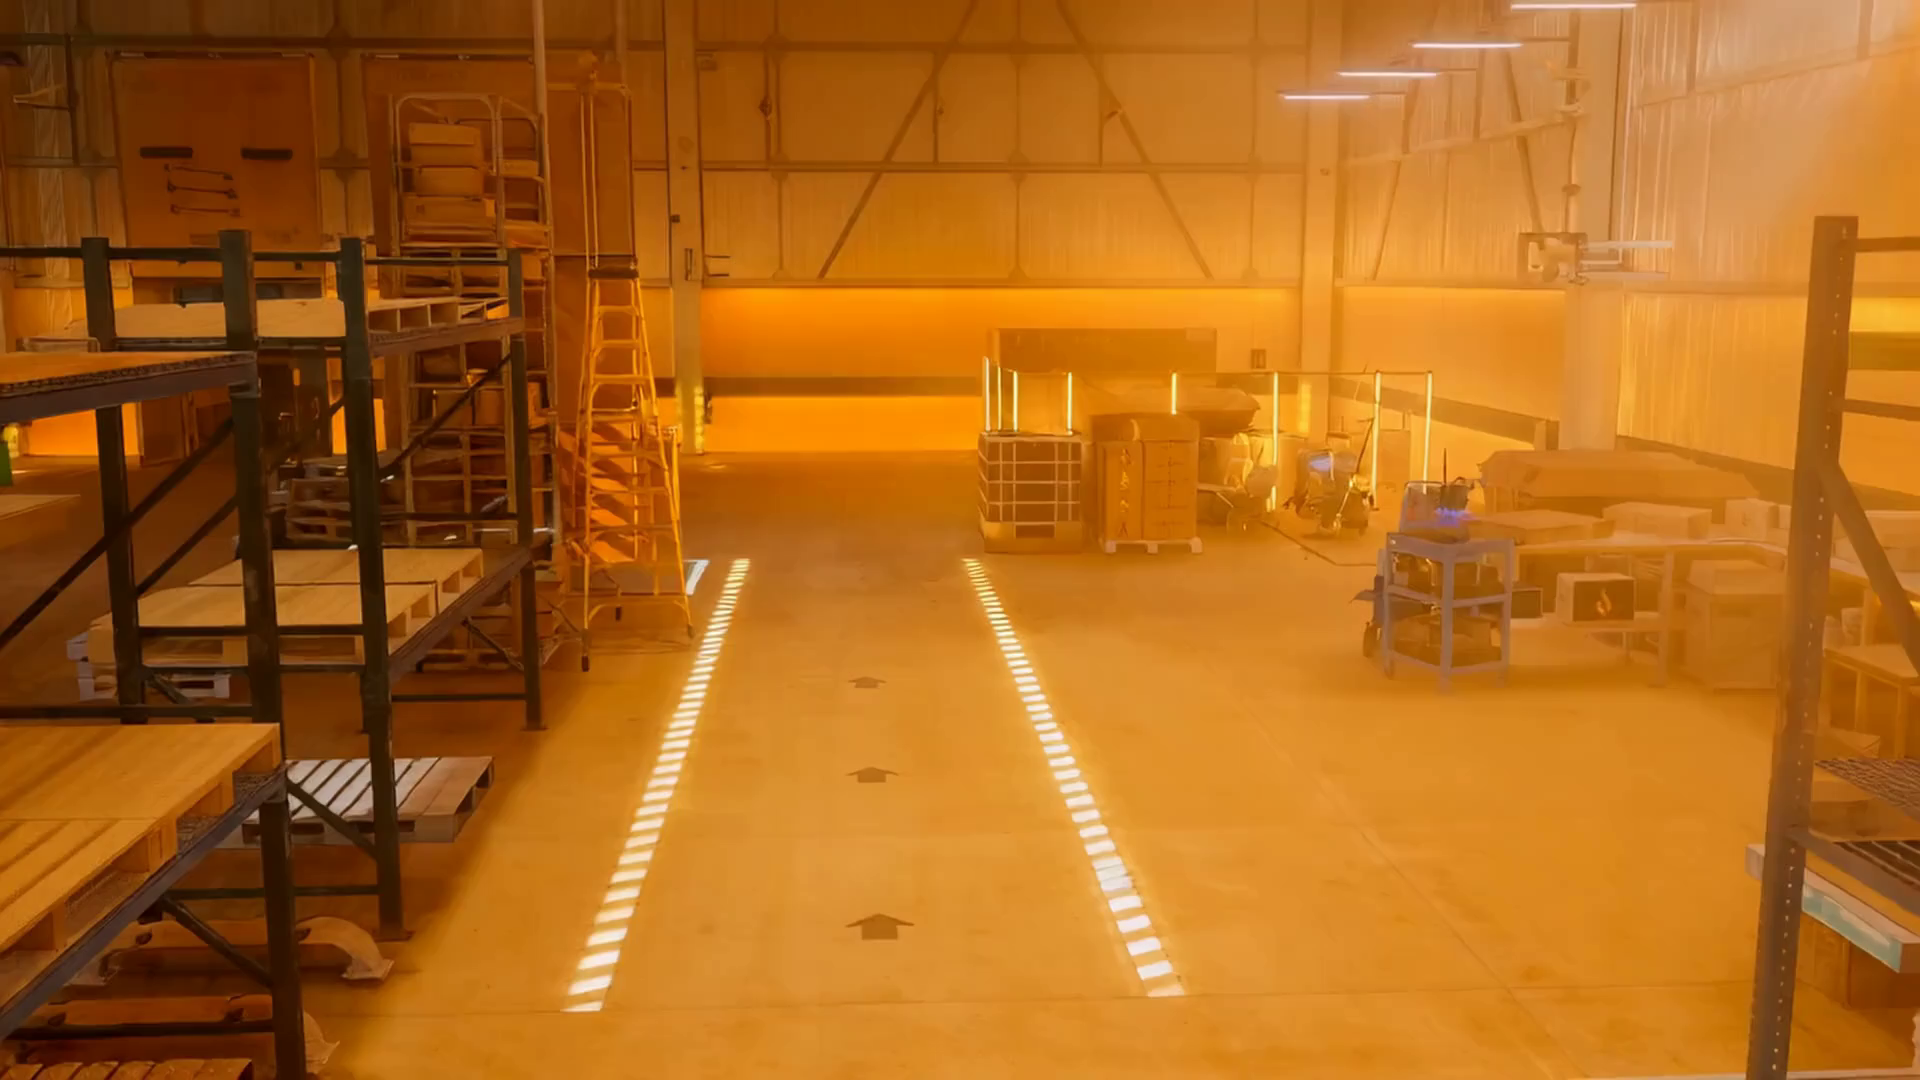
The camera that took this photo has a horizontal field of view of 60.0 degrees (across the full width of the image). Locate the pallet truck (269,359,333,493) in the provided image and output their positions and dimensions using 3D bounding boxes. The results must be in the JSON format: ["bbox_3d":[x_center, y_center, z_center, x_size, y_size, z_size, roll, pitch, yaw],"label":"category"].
[{"bbox_3d":[-7.062,-1.131,18.996,1.885,1.965,0.823,2,9,13],"label":"pallet truck"}]

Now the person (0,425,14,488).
[{"bbox_3d":[-13.147,-1.667,22.587,0.389,1.930,0.544,-8,12,-42],"label":"person"}]
